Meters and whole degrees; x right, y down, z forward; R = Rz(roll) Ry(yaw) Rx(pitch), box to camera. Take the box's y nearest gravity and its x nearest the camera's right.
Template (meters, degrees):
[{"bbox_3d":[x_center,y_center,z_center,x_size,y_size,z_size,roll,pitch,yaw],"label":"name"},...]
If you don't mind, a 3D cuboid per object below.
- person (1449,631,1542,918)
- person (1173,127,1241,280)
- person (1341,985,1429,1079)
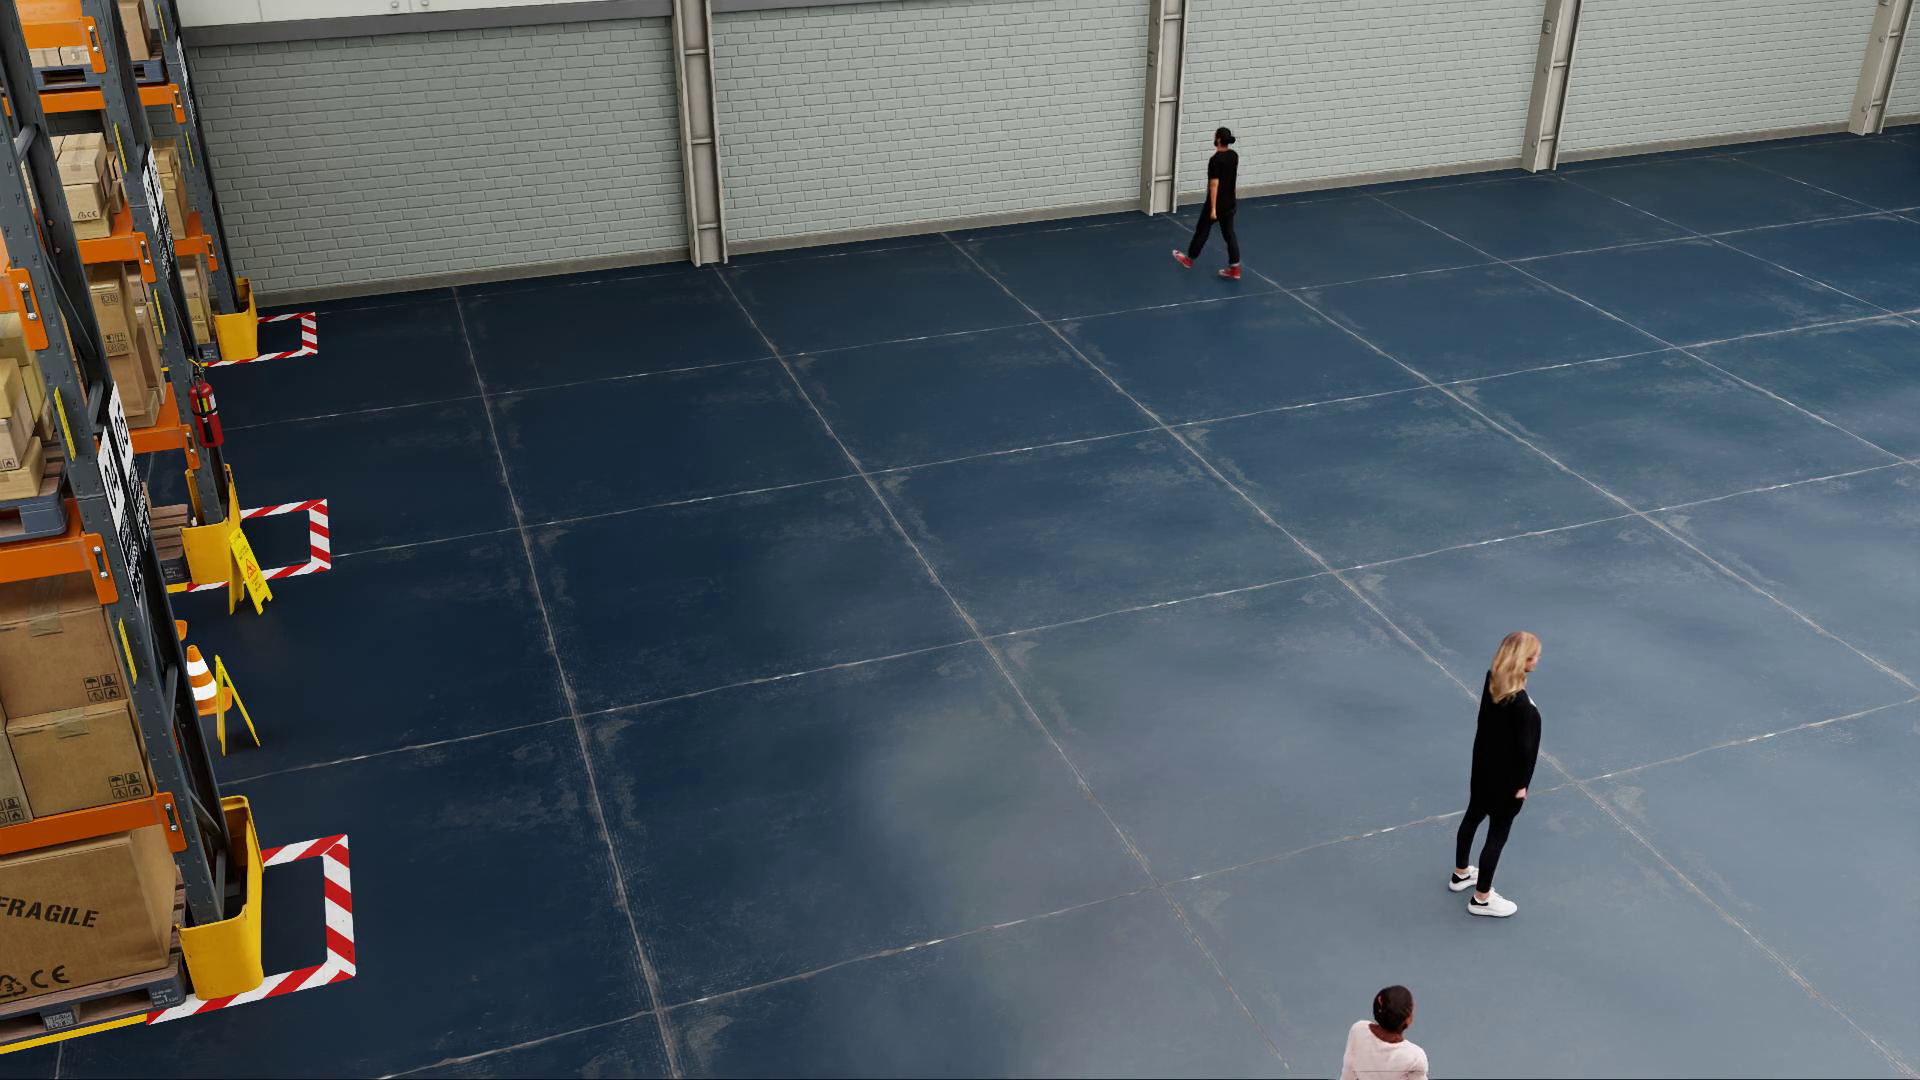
[{"bbox_3d":[3.030,1.307,9.386,0.569,1.805,0.629,-6,29,-11],"label":"person"},{"bbox_3d":[3.063,-3.831,19.127,1.147,1.716,1.000,-25,37,-38],"label":"person"},{"bbox_3d":[1.831,2.597,7.381,1.090,1.412,0.766,-22,35,-35],"label":"person"}]
